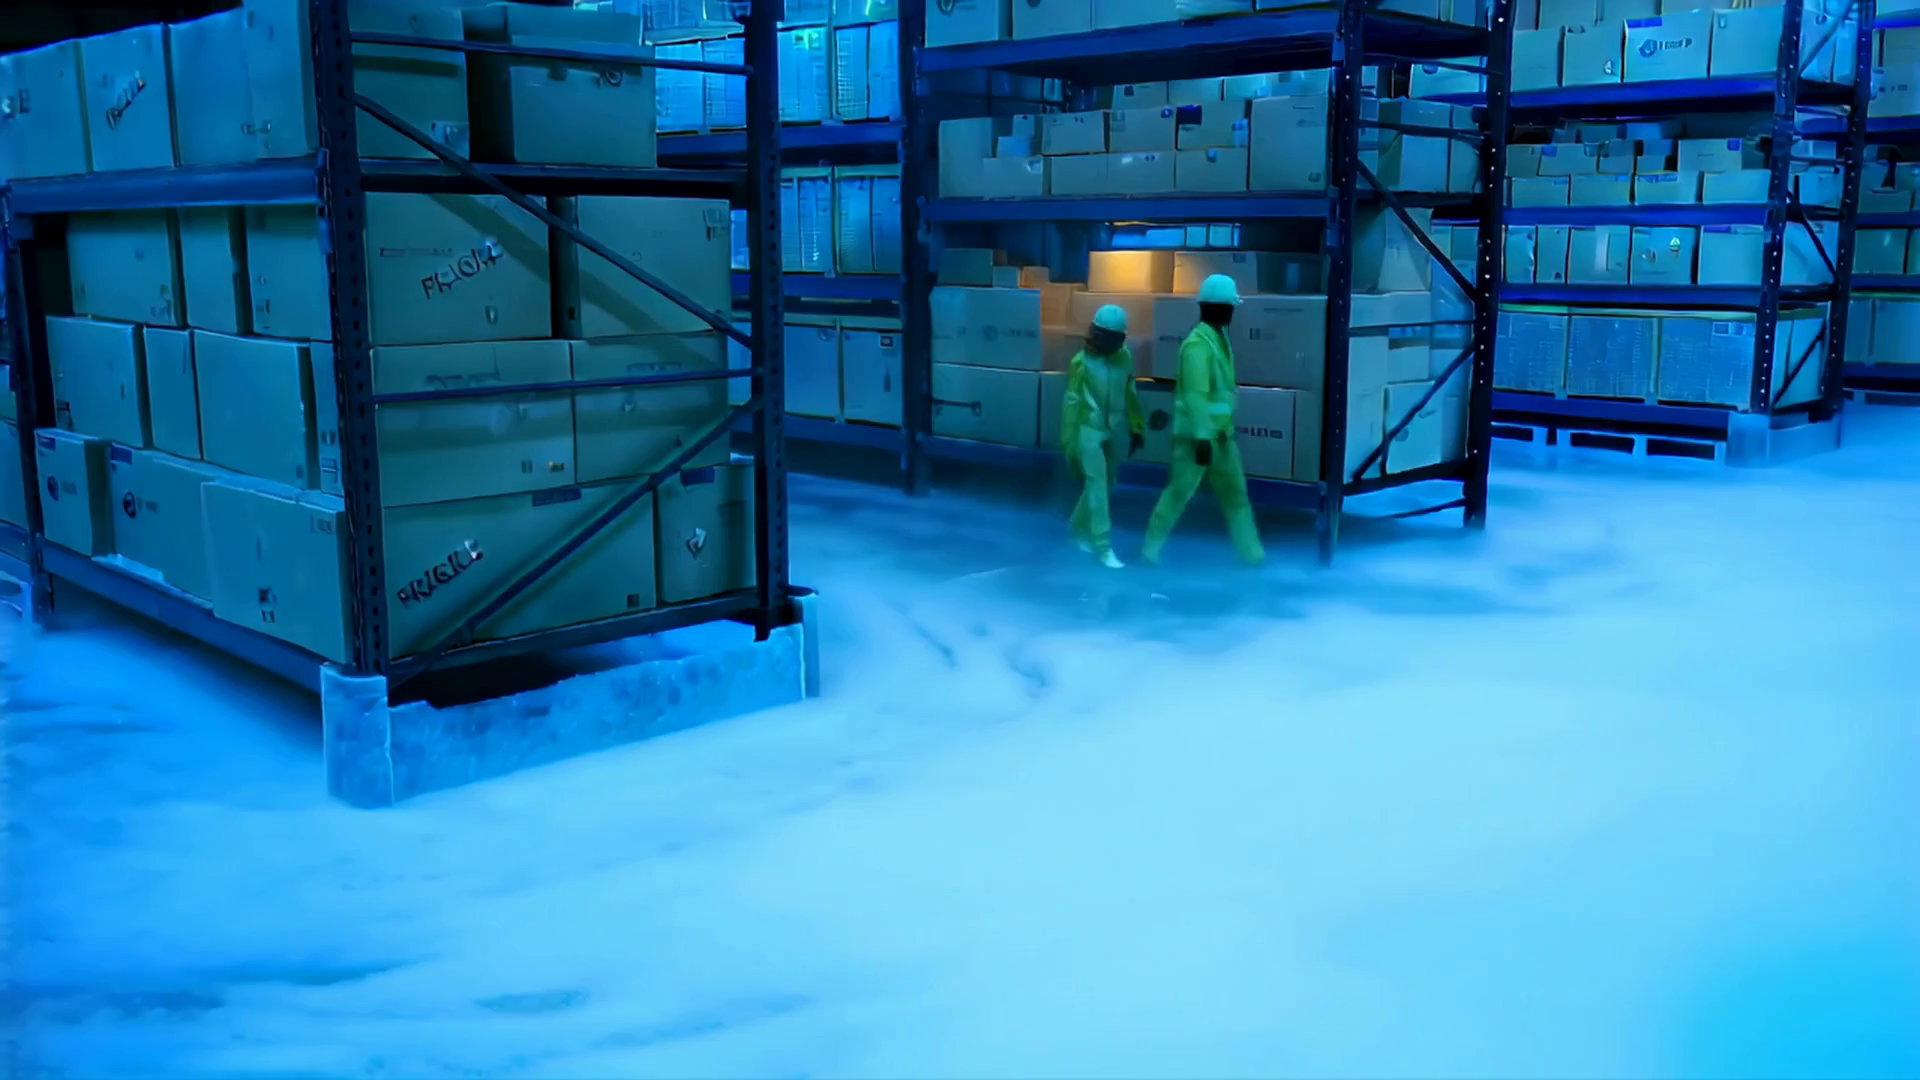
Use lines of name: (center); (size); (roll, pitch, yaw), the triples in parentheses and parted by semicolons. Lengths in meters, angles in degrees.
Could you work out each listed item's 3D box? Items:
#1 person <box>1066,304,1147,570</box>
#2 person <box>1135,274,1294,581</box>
person: (0.896, -0.705, 10.934); (0.491, 1.695, 0.847); (-7, 13, -35)
person: (1.538, -0.672, 10.233); (0.981, 1.895, 0.625); (6, 12, 31)
